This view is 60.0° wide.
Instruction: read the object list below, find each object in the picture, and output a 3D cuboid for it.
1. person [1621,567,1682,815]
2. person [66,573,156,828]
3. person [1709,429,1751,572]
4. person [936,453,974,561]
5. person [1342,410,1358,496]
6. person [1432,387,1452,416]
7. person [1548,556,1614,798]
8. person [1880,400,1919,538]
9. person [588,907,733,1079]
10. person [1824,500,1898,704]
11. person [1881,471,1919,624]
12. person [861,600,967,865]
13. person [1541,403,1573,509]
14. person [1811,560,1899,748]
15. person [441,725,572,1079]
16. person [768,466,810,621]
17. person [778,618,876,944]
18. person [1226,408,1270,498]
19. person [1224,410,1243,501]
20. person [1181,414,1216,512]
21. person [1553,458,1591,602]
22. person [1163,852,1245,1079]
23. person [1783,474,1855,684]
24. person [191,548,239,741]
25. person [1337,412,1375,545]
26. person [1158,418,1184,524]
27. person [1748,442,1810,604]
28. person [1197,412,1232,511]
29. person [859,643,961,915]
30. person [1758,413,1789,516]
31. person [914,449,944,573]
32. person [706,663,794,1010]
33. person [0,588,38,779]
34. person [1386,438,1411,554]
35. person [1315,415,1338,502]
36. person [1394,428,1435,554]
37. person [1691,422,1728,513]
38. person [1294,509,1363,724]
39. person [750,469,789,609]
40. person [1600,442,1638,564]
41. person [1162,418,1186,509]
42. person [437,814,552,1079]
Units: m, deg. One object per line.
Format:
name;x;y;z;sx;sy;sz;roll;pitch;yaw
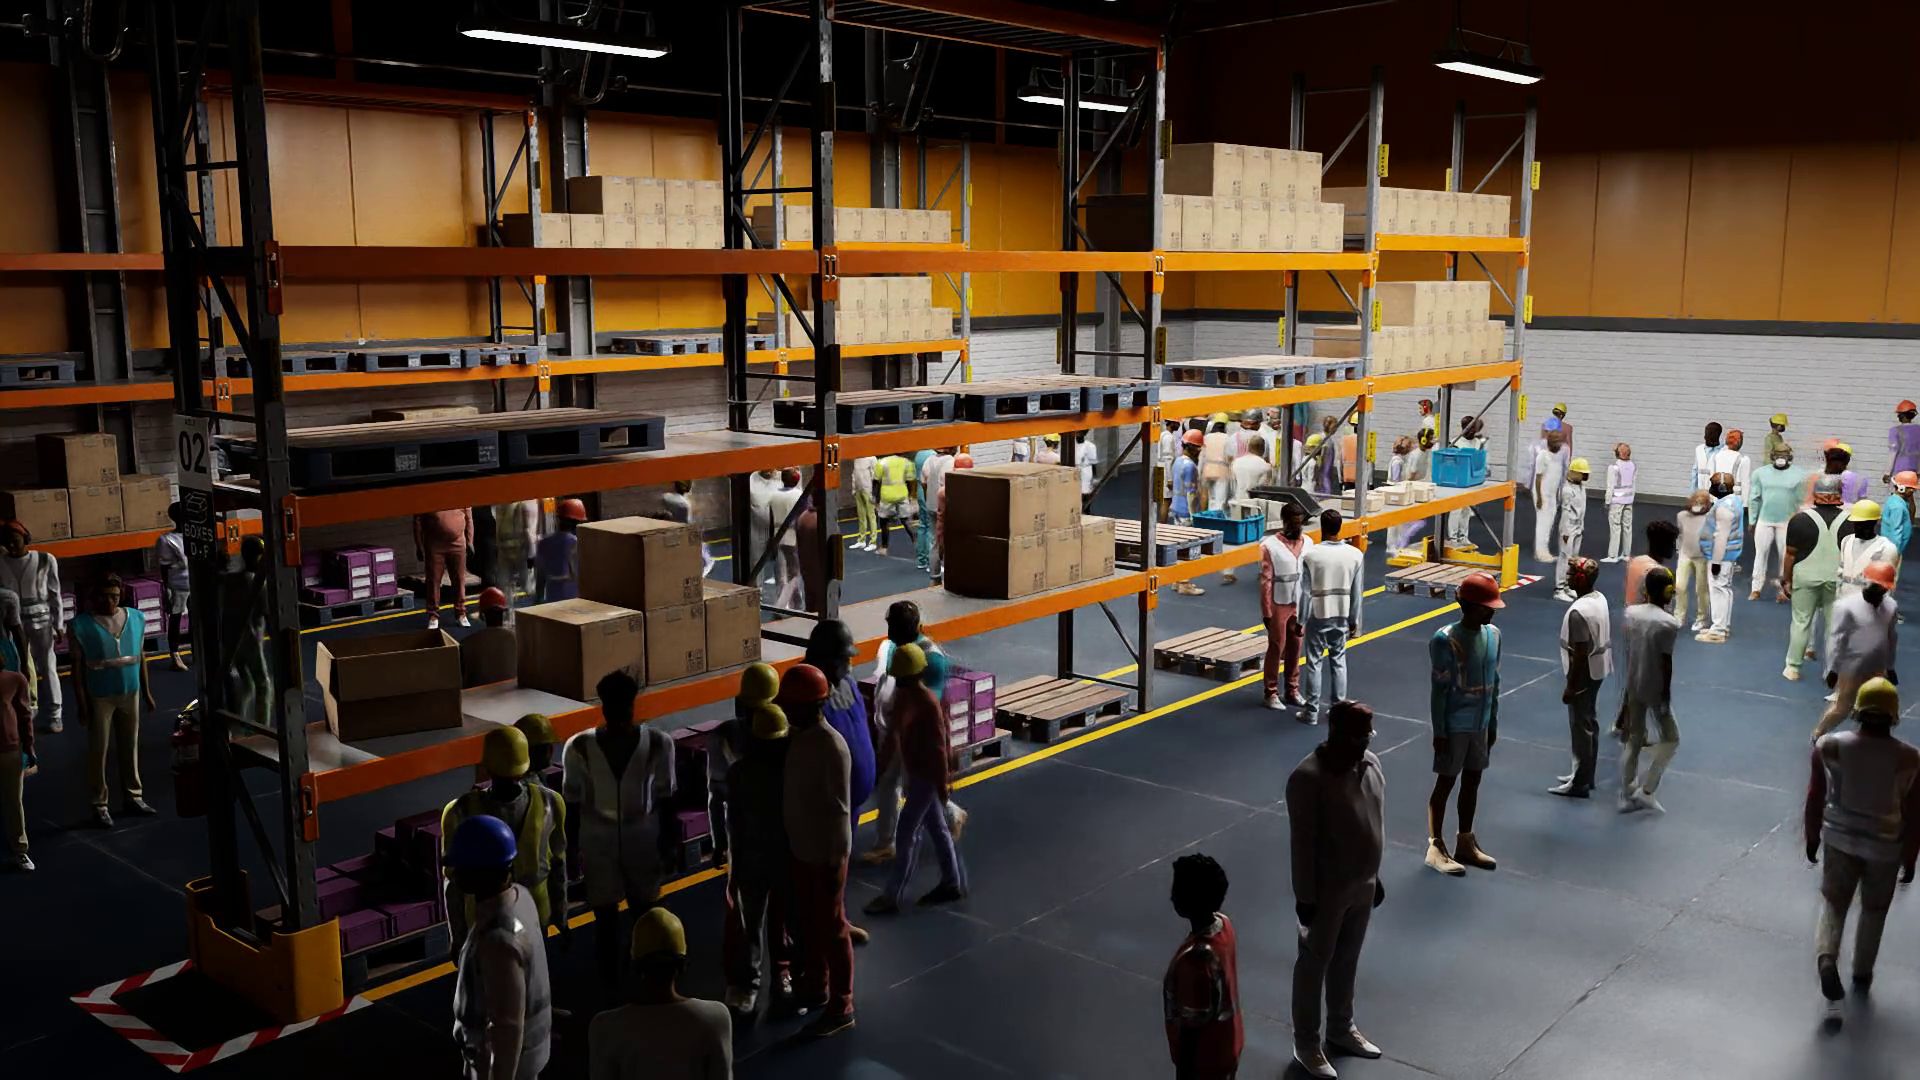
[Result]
person;5.074;1.108;12.251;0.405;1.850;0.520;-5;11;-27
person;-6.163;1.139;12.086;0.390;1.838;0.563;7;12;34
person;10.109;-0.519;21.892;0.344;1.877;0.573;-5;11;-28
person;0.044;0.033;18.264;0.614;1.987;0.408;0;10;-1
person;6.502;-1.331;27.433;0.274;1.636;0.507;-5;11;-28
person;8.319;-1.715;28.878;0.377;1.932;0.623;6;11;33
person;4.741;1.041;12.644;0.396;1.847;0.565;7;12;35
person;13.855;-1.038;24.476;0.613;2.041;0.393;-2;10;-14
person;-1.079;2.192;6.045;0.518;1.757;0.339;-3;10;-18
person;8.220;0.583;15.178;0.390;1.920;0.587;-3;10;-16
person;10.556;0.077;18.726;0.354;1.737;0.577;5;11;27
person;-0.316;1.288;11.243;0.665;1.827;0.645;-7;12;-37
person;9.828;-1.386;27.425;0.532;1.754;0.342;7;12;38
person;7.217;0.989;13.360;0.590;1.755;0.516;-2;10;-11
person;-2.130;1.802;7.876;0.585;1.923;0.376;-5;11;-27
person;-1.903;0.038;18.739;0.581;1.812;0.806;7;12;35
person;-0.748;1.441;9.684;0.536;2.000;0.685;6;11;30
person;4.110;-0.857;23.401;0.536;2.000;0.684;-8;12;-40
person;4.493;-1.370;27.393;0.493;1.730;0.324;5;11;25
person;3.686;-1.192;25.444;0.613;2.031;0.403;5;11;30
person;7.372;-0.126;19.970;0.346;1.734;0.489;9;13;43
person;0.989;2.100;6.802;0.321;1.689;0.529;4;10;23
person;8.342;0.362;16.121;0.680;2.000;0.535;3;10;19
person;-6.254;0.875;14.101;0.543;1.683;0.414;4;10;21
person;5.690;-0.879;23.869;0.585;1.928;0.370;9;13;43
person;3.073;-0.955;24.338;0.389;1.925;0.549;1;10;4
person;9.755;-0.208;19.865;0.633;1.931;0.365;7;12;35
person;3.724;-0.926;24.317;0.626;1.879;0.820;5;11;30
person;-0.340;1.479;10.384;0.827;1.718;0.546;-3;10;-20
person;12.455;-1.063;25.456;0.318;1.767;0.523;9;13;43
person;-0.351;-0.522;21.839;0.399;1.900;0.644;-5;11;-25
person;-1.080;1.599;9.102;0.589;1.918;0.392;-3;10;-18
person;-7.548;0.985;12.985;0.514;1.845;0.338;-2;10;-10
person;6.097;-0.613;23.167;0.318;1.631;0.524;3;10;17
person;5.387;-0.922;24.446;0.472;1.838;0.541;4;10;22
person;6.152;-0.600;22.478;0.480;1.837;0.555;5;11;25
person;10.179;-0.644;22.505;0.369;1.913;0.597;-6;11;-30
person;3.243;0.680;14.638;0.598;1.907;0.409;-3;10;-15
person;-2.228;-0.101;19.312;0.644;1.901;0.399;-1;10;-8
person;8.900;-0.496;22.440;0.514;1.642;0.310;-4;11;-25
person;3.546;-1.365;27.091;0.514;1.816;0.822;0;10;1
person;-1.803;2.015;6.532;0.404;1.945;0.615;-2;10;-11
